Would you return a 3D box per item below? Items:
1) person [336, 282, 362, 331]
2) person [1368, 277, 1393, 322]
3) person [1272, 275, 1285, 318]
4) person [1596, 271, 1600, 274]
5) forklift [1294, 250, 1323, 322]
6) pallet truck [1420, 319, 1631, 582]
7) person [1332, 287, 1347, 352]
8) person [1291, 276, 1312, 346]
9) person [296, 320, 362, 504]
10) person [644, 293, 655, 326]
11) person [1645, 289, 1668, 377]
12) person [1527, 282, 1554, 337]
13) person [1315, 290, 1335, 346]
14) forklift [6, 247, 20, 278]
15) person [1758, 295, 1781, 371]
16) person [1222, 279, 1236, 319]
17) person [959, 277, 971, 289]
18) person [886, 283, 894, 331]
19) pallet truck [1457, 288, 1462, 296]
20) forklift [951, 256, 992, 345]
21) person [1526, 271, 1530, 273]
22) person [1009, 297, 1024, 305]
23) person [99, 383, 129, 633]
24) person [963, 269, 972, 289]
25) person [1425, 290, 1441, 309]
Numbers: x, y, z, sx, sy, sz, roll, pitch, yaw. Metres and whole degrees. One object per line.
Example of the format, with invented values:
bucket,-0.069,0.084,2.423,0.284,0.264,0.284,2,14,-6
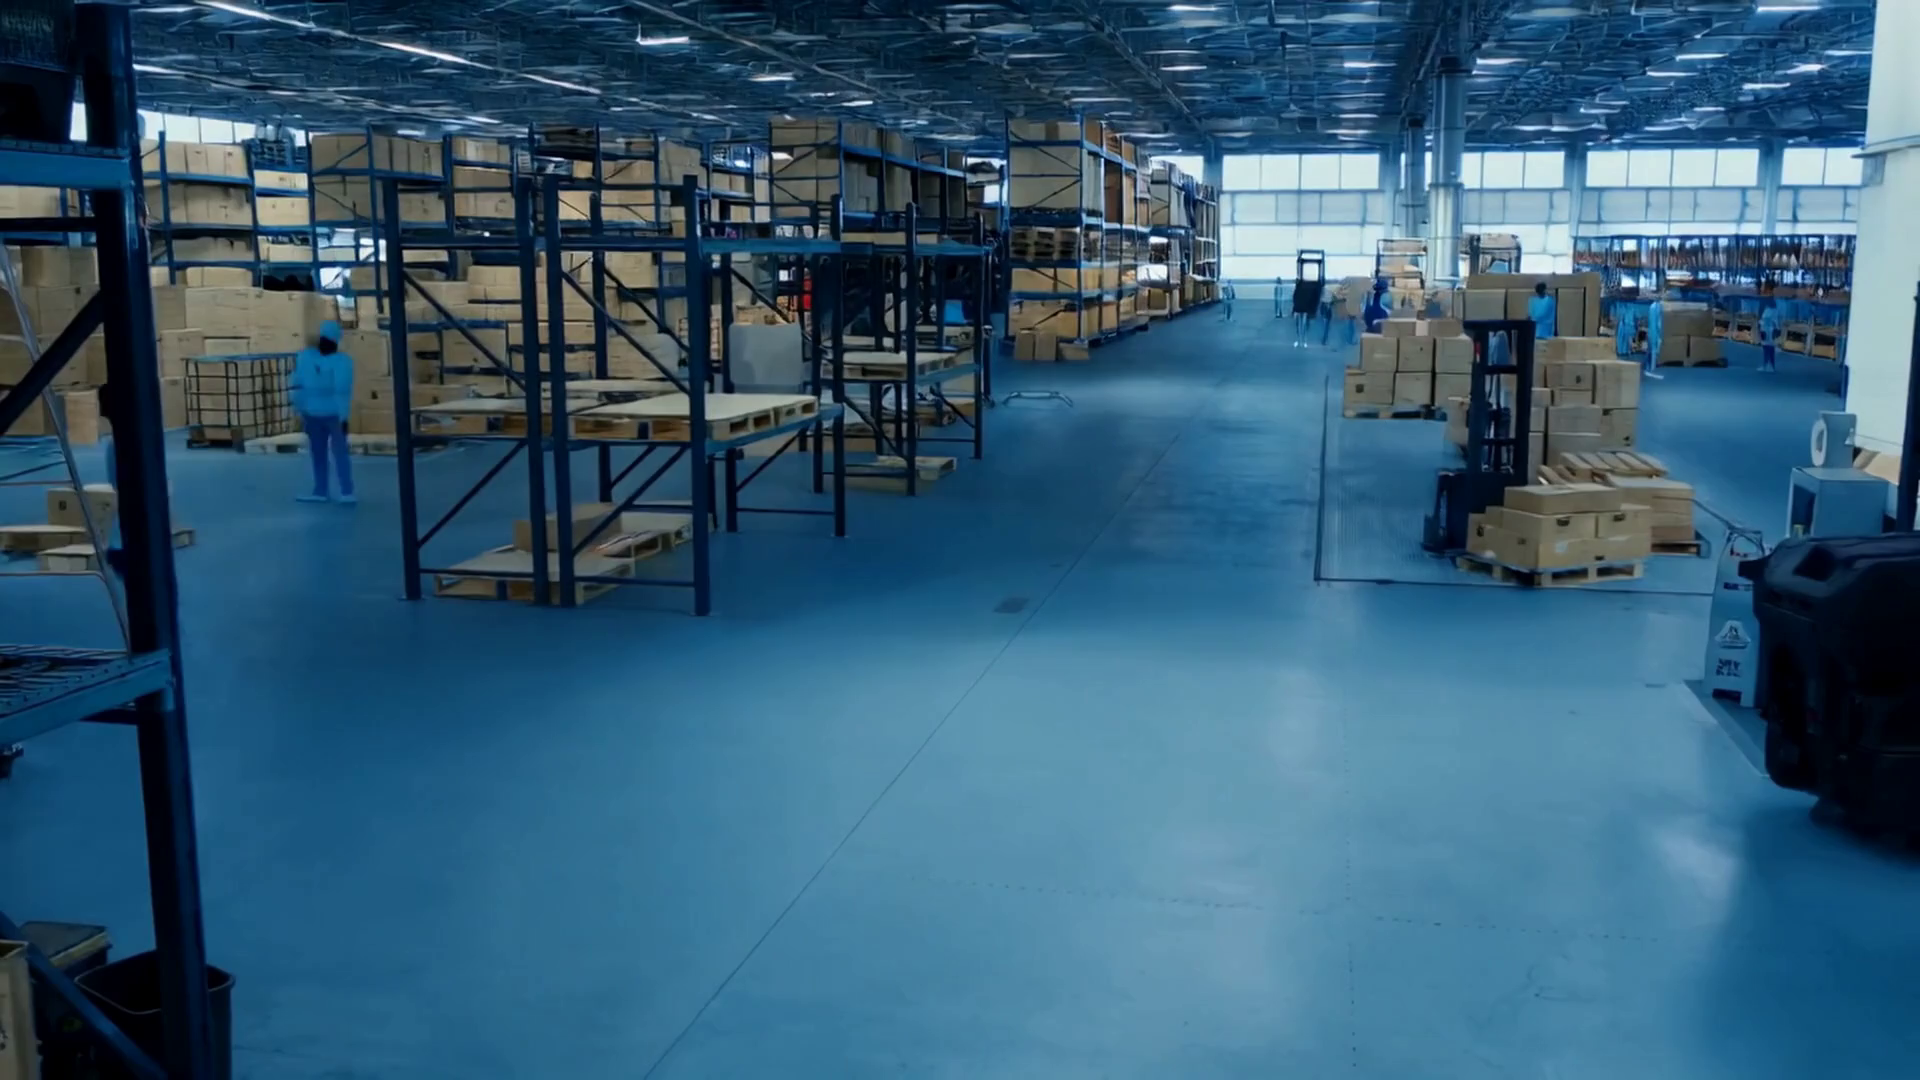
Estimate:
person,-15.147,-5.430,41.241,0.592,1.911,0.385,-9,13,-42
person,10.451,-5.469,41.075,0.536,2.000,0.681,-7,12,-35
person,13.442,-10.277,70.207,0.404,1.823,0.591,-7,12,-36
person,33.878,-13.346,88.295,0.390,1.846,0.565,-1,10,-8
forklift,13.778,-10.002,65.433,1.129,2.768,1.873,2,10,12
pallet truck,4.543,-0.757,13.299,0.823,1.965,1.885,-4,10,-22
person,10.135,-5.876,44.450,0.339,1.728,0.670,1,10,8
person,9.771,-6.552,47.618,0.616,1.993,0.395,-1,10,-8
person,-6.428,-1.277,16.762,0.710,1.876,0.379,2,10,12
person,-7.697,-5.281,41.137,0.307,1.644,0.514,-2,10,-11
person,14.665,-4.358,35.026,0.336,1.864,0.515,2,10,9
person,13.235,-4.905,38.001,0.598,1.958,0.385,8,12,38
person,10.404,-6.321,47.426,0.559,1.583,0.821,2,10,11
forklift,-26.871,-7.052,47.967,1.129,2.768,1.873,2,10,12
person,17.975,-4.585,36.886,0.320,1.693,0.537,0,10,0
person,11.179,-10.011,69.016,0.538,1.680,0.641,0,10,-2
person,0.223,-11.104,75.109,0.596,1.812,0.434,2,10,14
person,-1.748,-5.722,43.034,0.342,1.882,0.587,-1,10,-5
pallet truck,20.506,-9.785,68.819,0.653,1.274,1.630,2,10,12
forklift,0.215,-6.890,47.004,1.129,2.768,1.873,2,10,12
person,25.664,-11.165,75.164,0.624,1.909,0.875,-2,10,-9
person,2.285,-9.313,63.976,0.902,2.000,0.609,-7,12,-37
person,-5.469,-0.212,11.002,0.479,1.673,0.561,-2,10,-12
person,0.285,-12.514,82.979,0.617,1.969,0.679,1,10,6
person,11.604,-5.269,40.844,0.537,1.720,0.924,-8,12,-39
